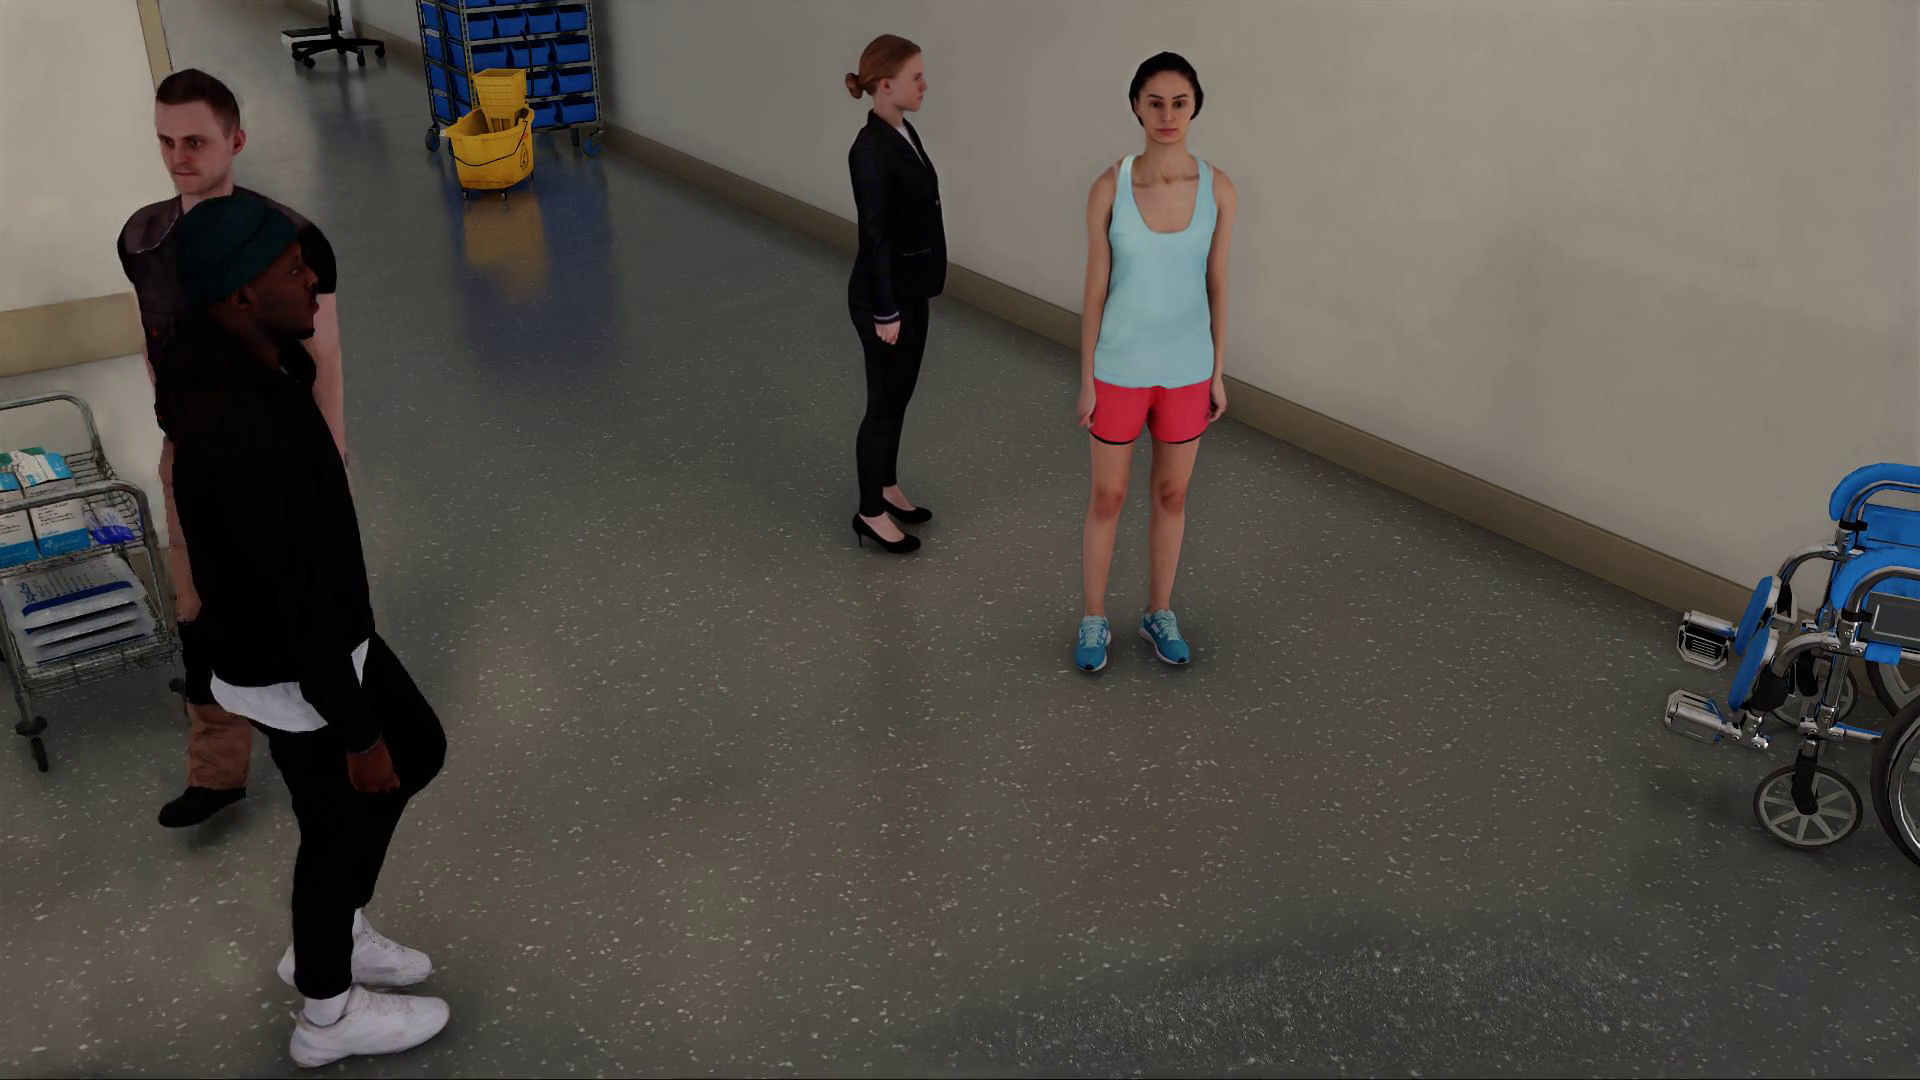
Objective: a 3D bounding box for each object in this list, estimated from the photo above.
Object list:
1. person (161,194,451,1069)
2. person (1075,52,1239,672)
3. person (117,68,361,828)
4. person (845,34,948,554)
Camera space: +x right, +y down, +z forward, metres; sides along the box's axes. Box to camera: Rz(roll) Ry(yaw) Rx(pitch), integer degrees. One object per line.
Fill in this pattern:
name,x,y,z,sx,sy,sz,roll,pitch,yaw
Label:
person,-1.336,0.249,3.141,0.733,1.805,0.761,-10,28,-20
person,0.533,-0.460,4.658,0.651,1.764,0.741,-2,26,-4
person,-1.719,-0.258,4.176,1.001,1.819,1.033,1,26,2
person,-0.235,-0.774,5.402,0.747,1.684,0.691,4,26,8
